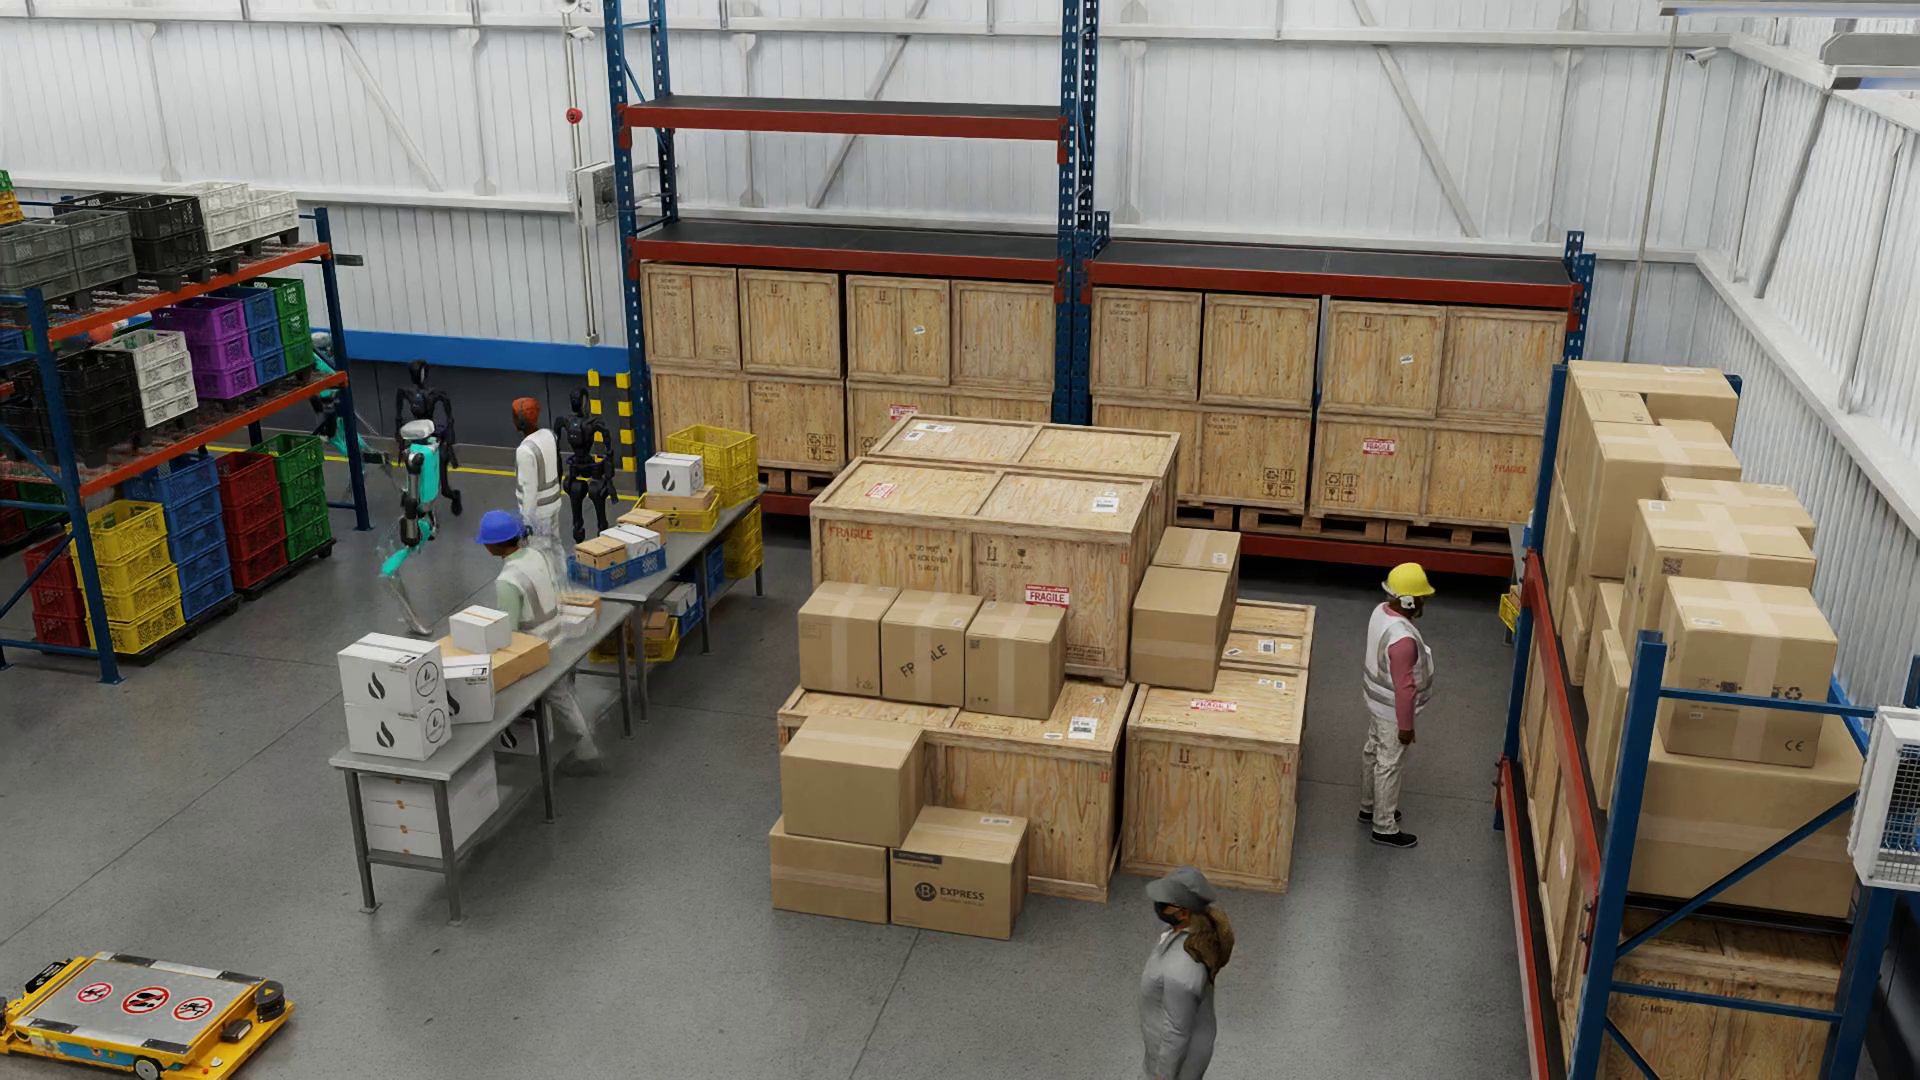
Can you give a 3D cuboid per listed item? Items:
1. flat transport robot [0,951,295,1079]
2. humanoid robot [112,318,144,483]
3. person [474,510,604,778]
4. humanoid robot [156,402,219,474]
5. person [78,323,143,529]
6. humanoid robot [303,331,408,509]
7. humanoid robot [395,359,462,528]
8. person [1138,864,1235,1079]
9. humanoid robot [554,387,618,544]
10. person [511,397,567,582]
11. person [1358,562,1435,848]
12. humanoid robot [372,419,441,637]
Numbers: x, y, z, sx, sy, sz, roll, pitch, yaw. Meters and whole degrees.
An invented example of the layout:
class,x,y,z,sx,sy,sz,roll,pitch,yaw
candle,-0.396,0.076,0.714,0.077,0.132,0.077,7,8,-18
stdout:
class,x,y,z,sx,sy,sz,roll,pitch,yaw
flat transport robot,-4.270,2.464,8.601,1.431,0.231,0.659,5,22,13
humanoid robot,-8.444,-1.386,16.608,0.789,1.790,0.552,10,23,25
person,-2.847,0.696,10.947,0.963,1.891,0.615,0,21,0
humanoid robot,-7.591,-1.210,16.283,0.613,1.648,0.615,-16,26,-36
person,-7.727,-0.951,15.086,0.621,2.020,0.664,9,23,23
humanoid robot,-5.723,-1.100,15.916,0.917,1.789,0.553,2,21,4
humanoid robot,-4.923,-0.906,15.457,0.584,1.633,0.604,2,21,4
person,0.960,2.187,7.220,0.396,1.769,0.564,5,21,13
humanoid robot,-3.243,-0.531,14.437,0.599,1.659,0.315,5,22,13
person,-3.392,-0.243,13.419,0.337,1.882,0.583,3,21,8
person,2.685,1.002,10.231,0.404,1.834,0.589,-1,21,-2
humanoid robot,-4.469,-0.077,13.218,0.789,1.796,0.529,1,21,2
